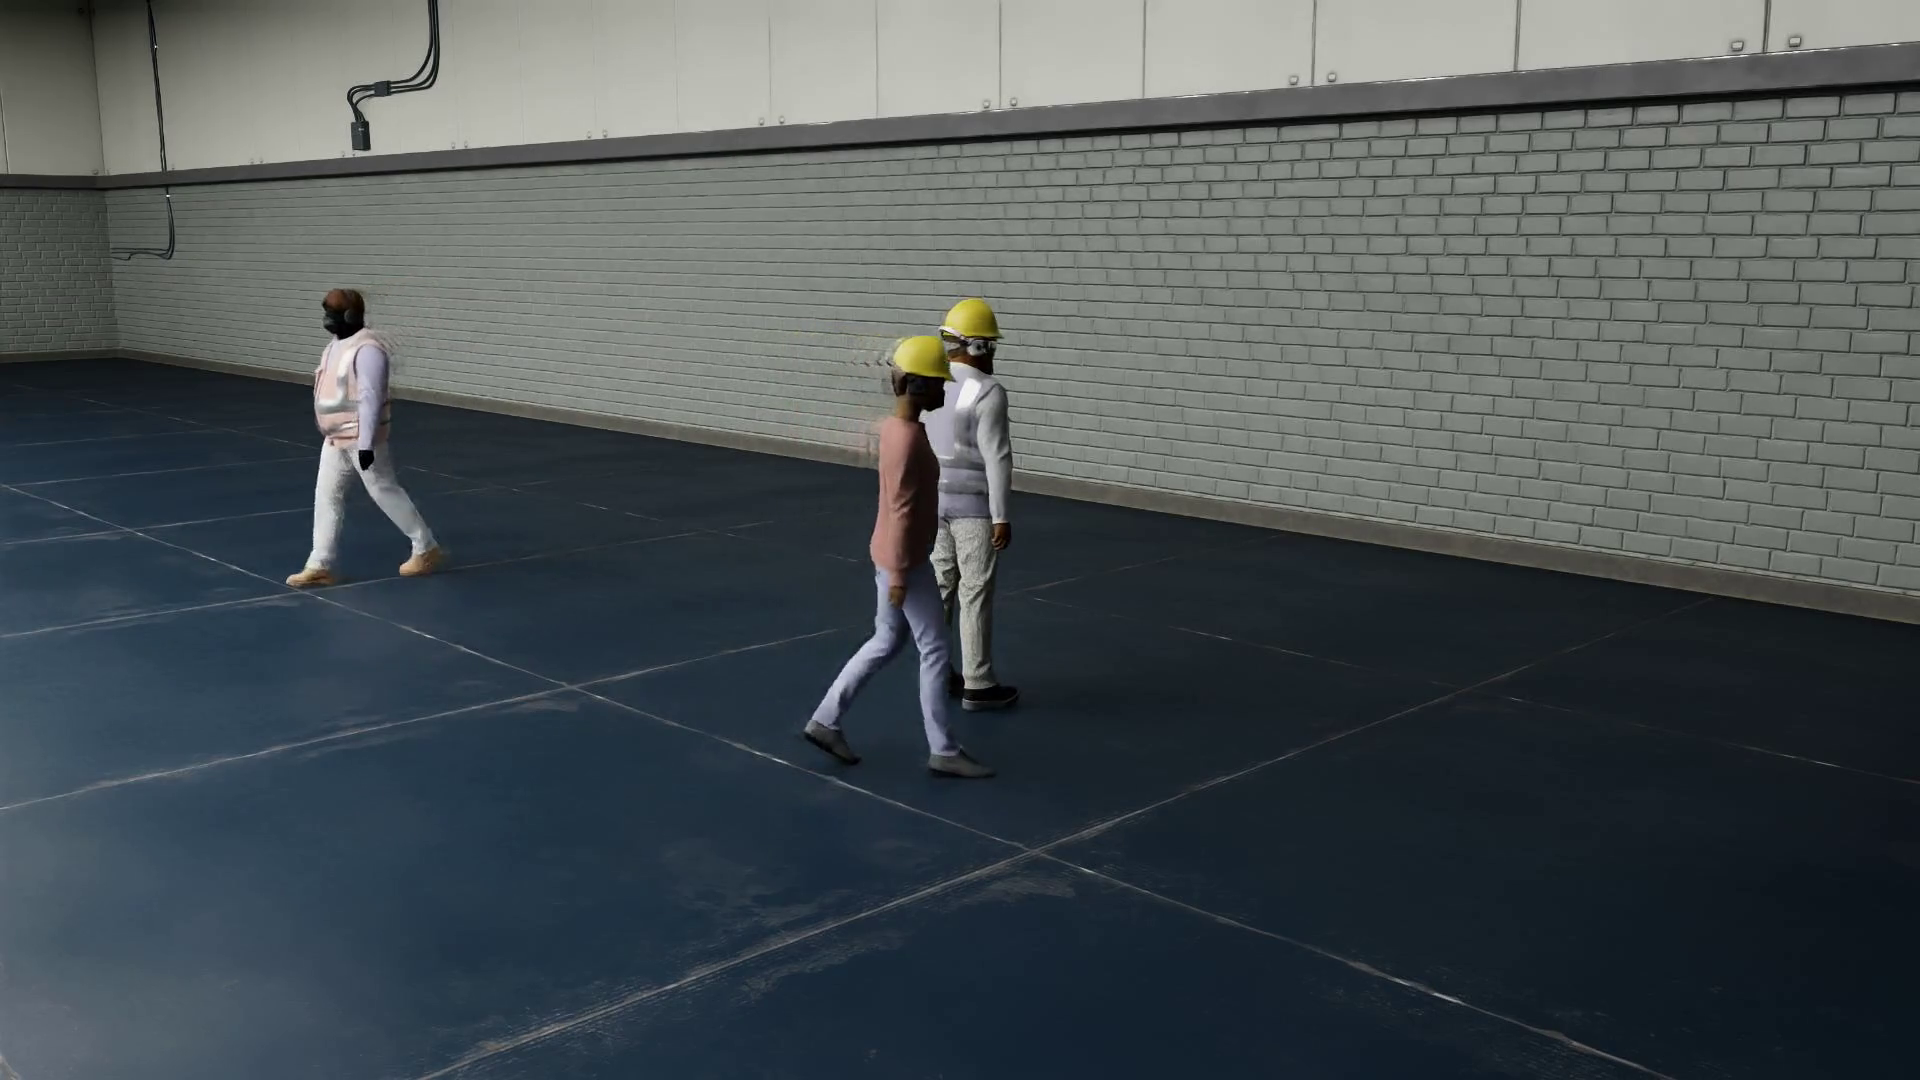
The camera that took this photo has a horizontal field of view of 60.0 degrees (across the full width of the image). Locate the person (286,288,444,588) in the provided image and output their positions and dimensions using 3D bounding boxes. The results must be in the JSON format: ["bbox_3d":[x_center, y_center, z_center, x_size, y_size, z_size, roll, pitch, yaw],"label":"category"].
[{"bbox_3d":[-3.646,-0.639,10.175,0.939,1.805,0.637,-9,14,-41],"label":"person"}]

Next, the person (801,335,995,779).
[{"bbox_3d":[-0.269,0.074,6.498,0.773,1.743,0.541,-1,10,-4],"label":"person"}]

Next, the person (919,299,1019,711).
[{"bbox_3d":[0.032,-0.165,7.503,0.403,1.827,0.599,-9,14,-40],"label":"person"}]
